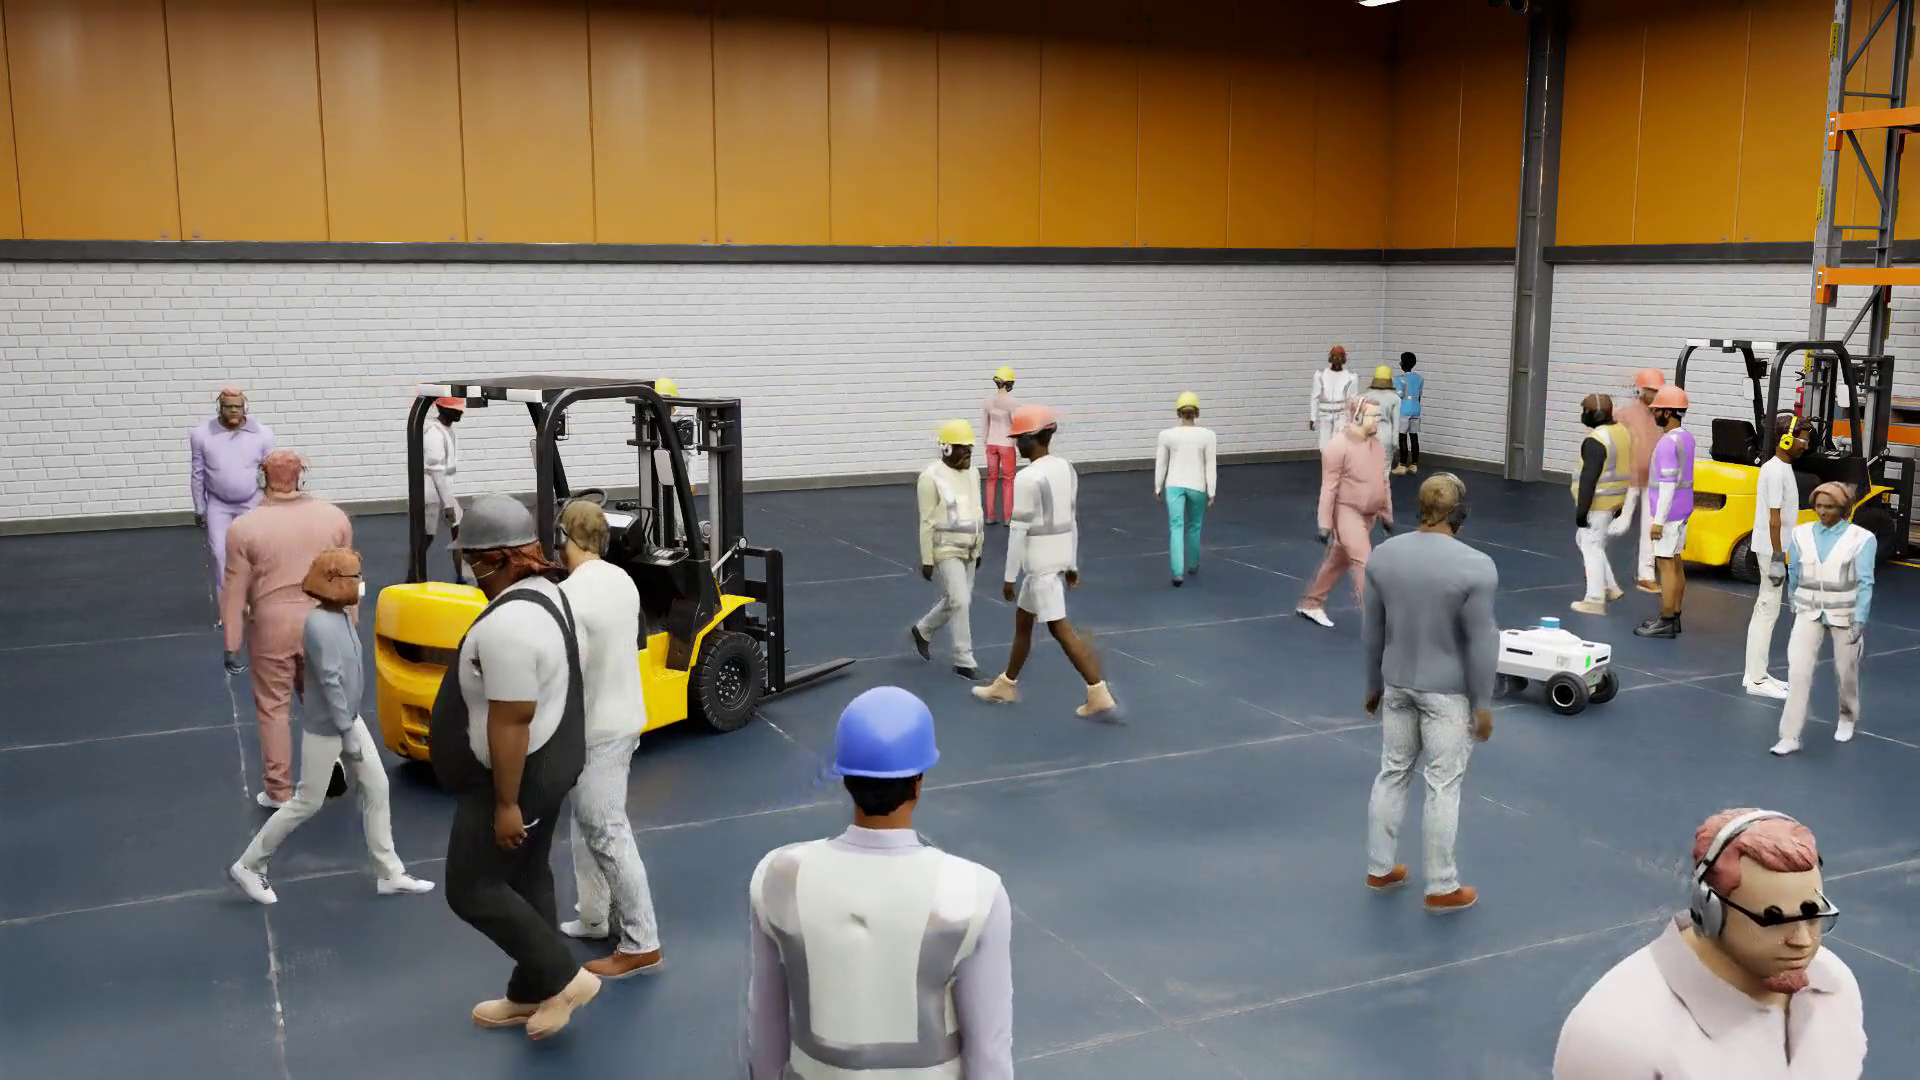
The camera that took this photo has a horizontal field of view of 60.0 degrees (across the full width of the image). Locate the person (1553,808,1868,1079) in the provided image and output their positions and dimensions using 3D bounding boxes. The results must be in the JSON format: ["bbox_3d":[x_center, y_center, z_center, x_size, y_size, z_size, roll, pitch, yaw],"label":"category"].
[{"bbox_3d":[1.348,1.375,3.036,0.648,1.887,0.498,-5,10,-28],"label":"person"}]

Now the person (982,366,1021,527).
[{"bbox_3d":[0.475,-1.026,18.297,0.527,1.768,0.331,8,12,41],"label":"person"}]

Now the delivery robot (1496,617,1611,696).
[{"bbox_3d":[3.815,0.745,10.771,0.477,0.478,0.707,-9,13,-43],"label":"delivery robot"}]

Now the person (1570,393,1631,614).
[{"bbox_3d":[5.186,-0.290,13.559,0.454,1.821,0.641,8,12,42],"label":"person"}]

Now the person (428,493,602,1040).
[{"bbox_3d":[-1.630,0.820,5.997,0.537,2.000,0.694,0,9,-1],"label":"person"}]

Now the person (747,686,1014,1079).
[{"bbox_3d":[-0.196,1.275,3.609,0.624,1.914,0.950,2,9,14],"label":"person"}]

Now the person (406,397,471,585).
[{"bbox_3d":[-4.338,-0.378,13.950,0.869,1.867,0.558,0,9,0],"label":"person"}]

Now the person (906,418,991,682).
[{"bbox_3d":[-0.087,0.051,11.528,0.790,1.813,0.605,7,12,38],"label":"person"}]

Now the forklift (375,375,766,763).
[{"bbox_3d":[-2.268,0.149,9.685,1.214,2.155,2.313,6,11,32],"label":"forklift"}]

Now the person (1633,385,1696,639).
[{"bbox_3d":[5.396,-0.213,12.722,0.375,1.939,0.546,7,12,38],"label":"person"}]

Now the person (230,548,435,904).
[{"bbox_3d":[-2.827,0.820,7.355,0.826,1.594,0.503,0,9,-3],"label":"person"}]

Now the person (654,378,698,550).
[{"bbox_3d":[-2.692,-0.571,15.267,0.588,1.835,0.403,3,10,18],"label":"person"}]

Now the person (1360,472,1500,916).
[{"bbox_3d":[2.062,0.666,7.319,0.390,1.925,0.655,-8,12,-42],"label":"person"}]

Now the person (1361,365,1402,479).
[{"bbox_3d":[4.863,-1.172,19.347,0.504,1.718,0.692,4,10,21],"label":"person"}]

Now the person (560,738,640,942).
[{"bbox_3d":[-1.551,0.871,7.017,0.398,1.607,0.547,-3,10,-17],"label":"person"}]

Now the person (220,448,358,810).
[{"bbox_3d":[-3.460,0.476,8.604,0.716,1.887,0.512,-8,12,-41],"label":"person"}]

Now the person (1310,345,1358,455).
[{"bbox_3d":[4.859,-1.596,21.555,0.580,1.860,0.744,4,10,21],"label":"person"}]

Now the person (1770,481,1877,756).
[{"bbox_3d":[5.087,0.441,9.718,0.832,1.596,0.519,-8,12,-42],"label":"person"}]

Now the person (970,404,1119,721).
[{"bbox_3d":[0.553,0.140,10.433,1.085,1.981,0.616,5,10,29],"label":"person"}]

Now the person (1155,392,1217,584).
[{"bbox_3d":[2.042,-0.478,15.059,0.540,1.711,0.939,1,9,8],"label":"person"}]

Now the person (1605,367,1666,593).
[{"bbox_3d":[5.940,-0.546,14.685,0.625,1.974,0.789,-2,9,-14],"label":"person"}]

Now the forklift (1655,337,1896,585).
[{"bbox_3d":[7.551,-0.789,15.507,2.313,2.155,1.214,-4,10,-25],"label":"forklift"}]

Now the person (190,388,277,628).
[{"bbox_3d":[-5.704,-0.251,13.148,0.668,1.876,0.812,-4,10,-23],"label":"person"}]

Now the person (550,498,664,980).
[{"bbox_3d":[-1.402,0.793,6.620,0.476,1.900,0.673,1,9,7],"label":"person"}]

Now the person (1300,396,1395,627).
[{"bbox_3d":[3.056,-0.182,12.832,0.655,1.856,1.053,-9,13,-43],"label":"person"}]

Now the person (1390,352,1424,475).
[{"bbox_3d":[6.166,-1.743,22.958,0.529,1.697,0.321,-6,11,-33],"label":"person"}]

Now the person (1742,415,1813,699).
[{"bbox_3d":[5.403,0.105,10.985,0.329,1.865,0.510,4,10,22],"label":"person"}]
